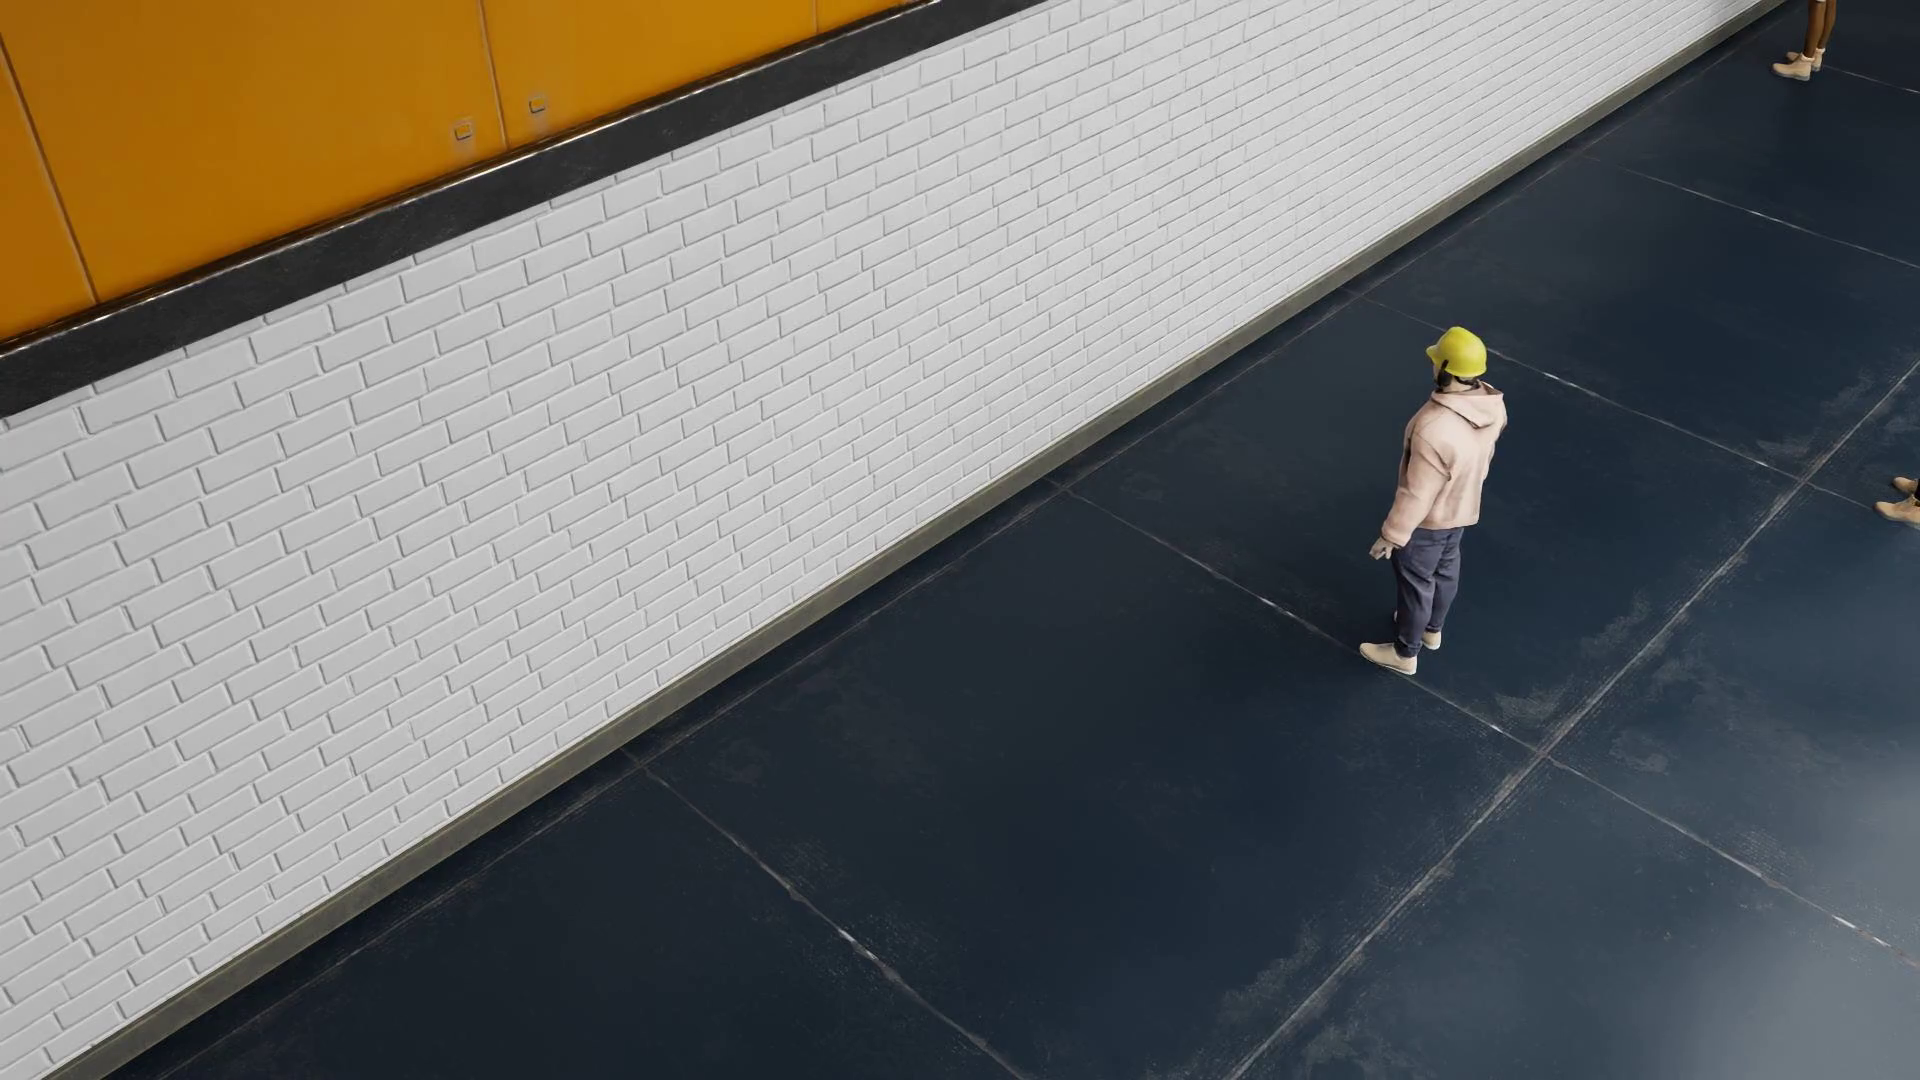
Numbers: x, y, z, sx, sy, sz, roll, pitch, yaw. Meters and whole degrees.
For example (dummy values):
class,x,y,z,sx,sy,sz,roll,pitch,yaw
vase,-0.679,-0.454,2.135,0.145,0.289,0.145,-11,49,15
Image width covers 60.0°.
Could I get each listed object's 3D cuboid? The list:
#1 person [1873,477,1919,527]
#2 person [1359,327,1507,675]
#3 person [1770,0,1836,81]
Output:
class,x,y,z,sx,sy,sz,roll,pitch,yaw
person,5.302,-0.837,8.821,0.317,1.695,0.539,31,48,33
person,2.244,-0.156,7.835,0.420,1.865,0.817,31,48,33
person,7.049,-4.761,13.456,0.392,2.038,0.613,31,48,33
